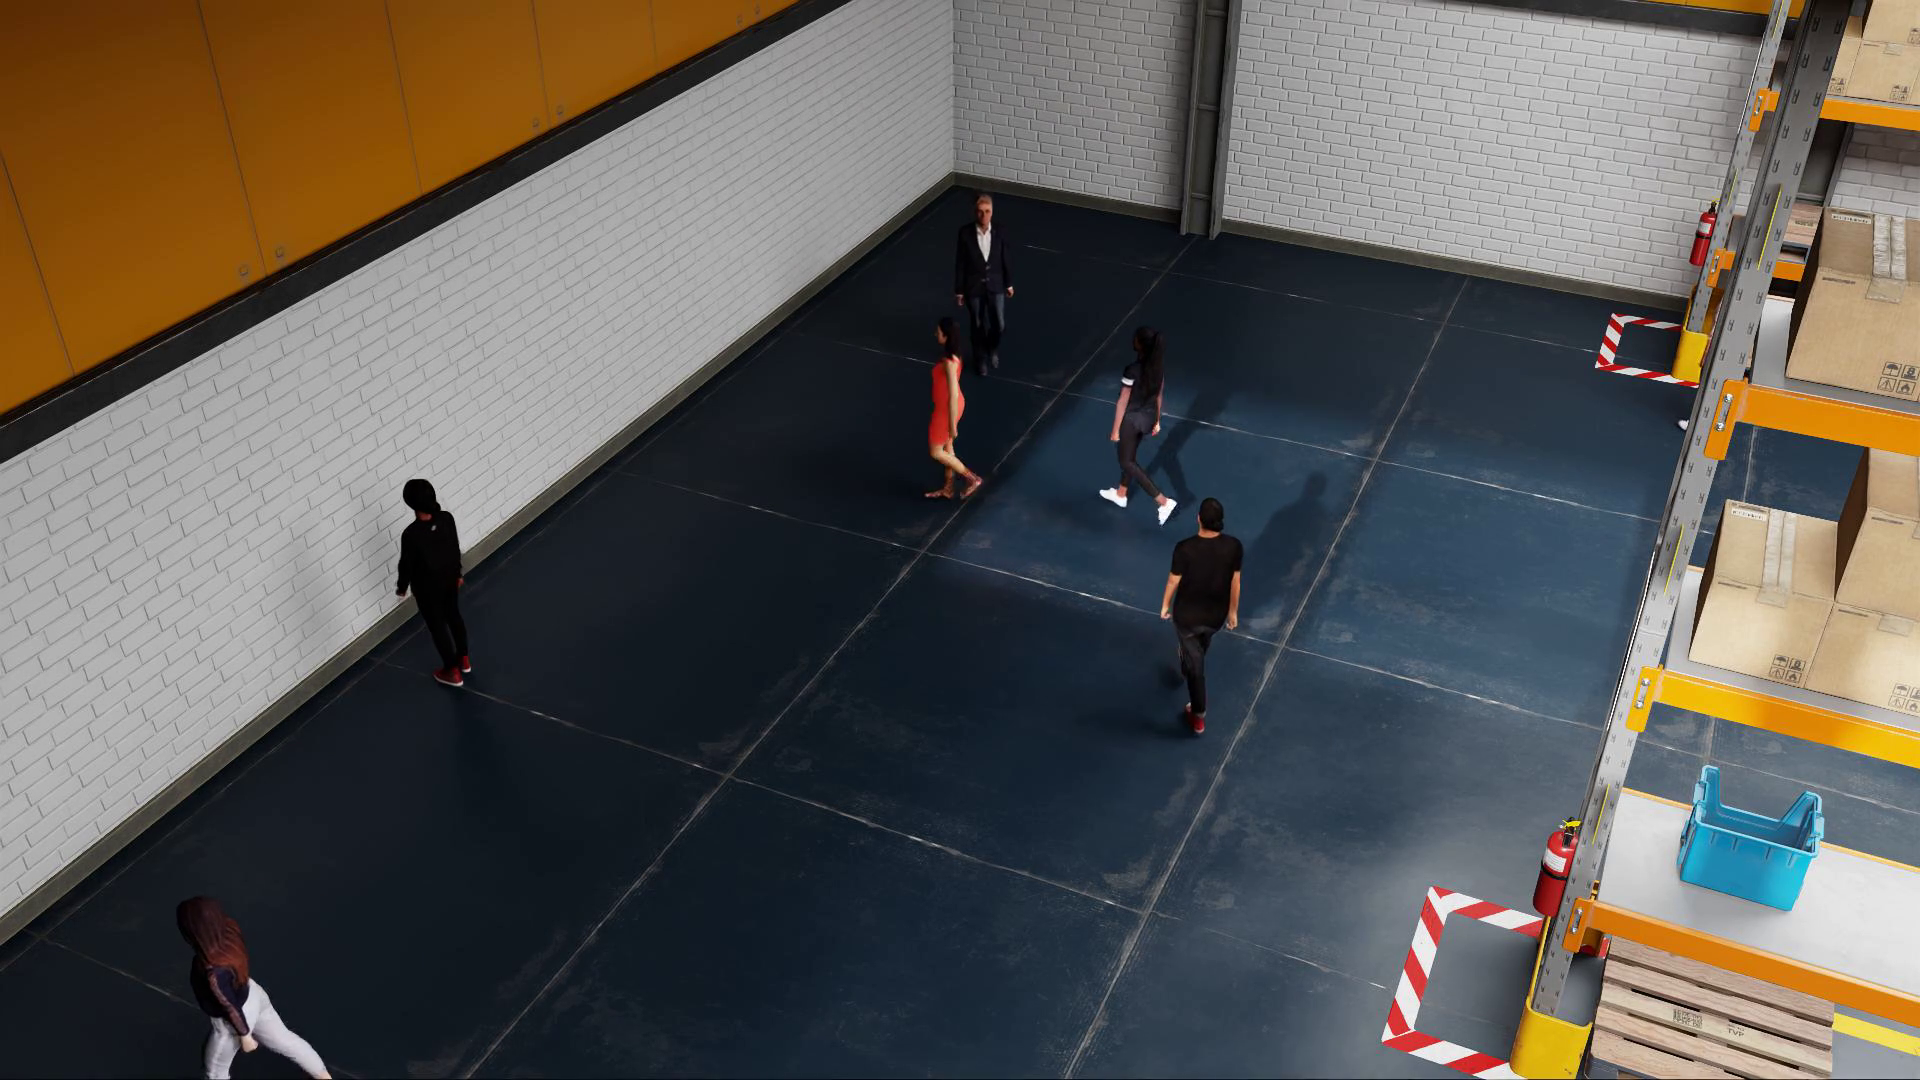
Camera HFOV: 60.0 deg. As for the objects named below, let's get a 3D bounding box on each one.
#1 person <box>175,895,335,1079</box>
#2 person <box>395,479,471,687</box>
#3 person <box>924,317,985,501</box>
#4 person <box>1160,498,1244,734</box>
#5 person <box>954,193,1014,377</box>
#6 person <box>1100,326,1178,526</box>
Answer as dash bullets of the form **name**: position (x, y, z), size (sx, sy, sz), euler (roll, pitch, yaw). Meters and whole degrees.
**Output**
- **person**: position (-3.657, 2.438, 8.583), size (1.169, 1.561, 1.001), euler (-5, 34, -8)
- **person**: position (-3.668, 0.319, 11.673), size (0.639, 1.670, 0.647), euler (21, 39, 28)
- **person**: position (-0.024, -1.051, 13.700), size (0.833, 1.706, 0.727), euler (2, 34, 4)
- **person**: position (1.657, 0.543, 11.290), size (1.116, 1.721, 1.093), euler (-6, 34, -9)
- **person**: position (0.226, -2.453, 15.719), size (0.768, 1.808, 0.893), euler (-2, 34, -3)
- **person**: position (1.492, -0.908, 13.484), size (1.127, 1.709, 0.818), euler (28, 43, 35)
